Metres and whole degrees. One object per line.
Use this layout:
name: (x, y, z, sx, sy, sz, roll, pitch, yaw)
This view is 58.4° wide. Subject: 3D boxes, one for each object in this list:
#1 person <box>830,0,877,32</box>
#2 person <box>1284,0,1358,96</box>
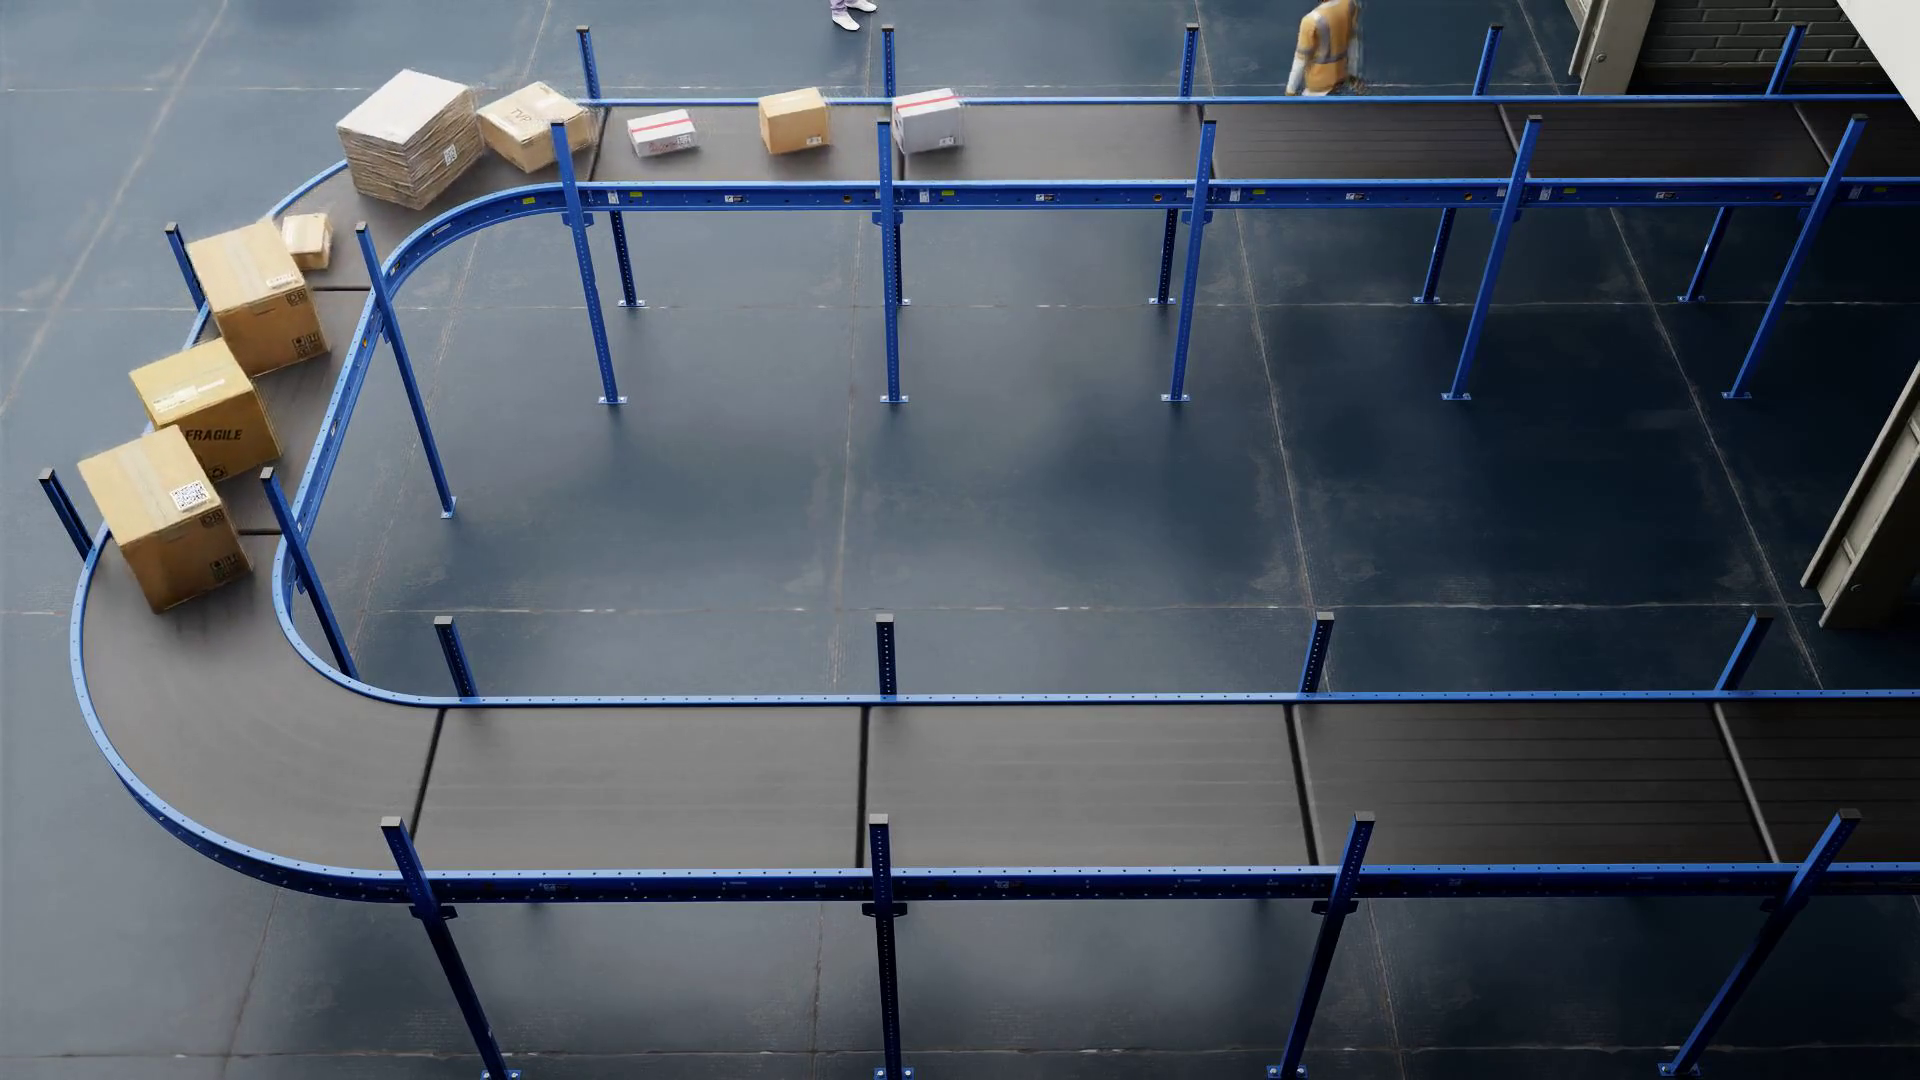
person: (-0.973, -5.452, 15.062, 0.407, 1.910, 0.639, 19, 50, 17)
person: (2.793, -3.615, 13.357, 0.579, 1.890, 0.535, -36, 56, -29)
